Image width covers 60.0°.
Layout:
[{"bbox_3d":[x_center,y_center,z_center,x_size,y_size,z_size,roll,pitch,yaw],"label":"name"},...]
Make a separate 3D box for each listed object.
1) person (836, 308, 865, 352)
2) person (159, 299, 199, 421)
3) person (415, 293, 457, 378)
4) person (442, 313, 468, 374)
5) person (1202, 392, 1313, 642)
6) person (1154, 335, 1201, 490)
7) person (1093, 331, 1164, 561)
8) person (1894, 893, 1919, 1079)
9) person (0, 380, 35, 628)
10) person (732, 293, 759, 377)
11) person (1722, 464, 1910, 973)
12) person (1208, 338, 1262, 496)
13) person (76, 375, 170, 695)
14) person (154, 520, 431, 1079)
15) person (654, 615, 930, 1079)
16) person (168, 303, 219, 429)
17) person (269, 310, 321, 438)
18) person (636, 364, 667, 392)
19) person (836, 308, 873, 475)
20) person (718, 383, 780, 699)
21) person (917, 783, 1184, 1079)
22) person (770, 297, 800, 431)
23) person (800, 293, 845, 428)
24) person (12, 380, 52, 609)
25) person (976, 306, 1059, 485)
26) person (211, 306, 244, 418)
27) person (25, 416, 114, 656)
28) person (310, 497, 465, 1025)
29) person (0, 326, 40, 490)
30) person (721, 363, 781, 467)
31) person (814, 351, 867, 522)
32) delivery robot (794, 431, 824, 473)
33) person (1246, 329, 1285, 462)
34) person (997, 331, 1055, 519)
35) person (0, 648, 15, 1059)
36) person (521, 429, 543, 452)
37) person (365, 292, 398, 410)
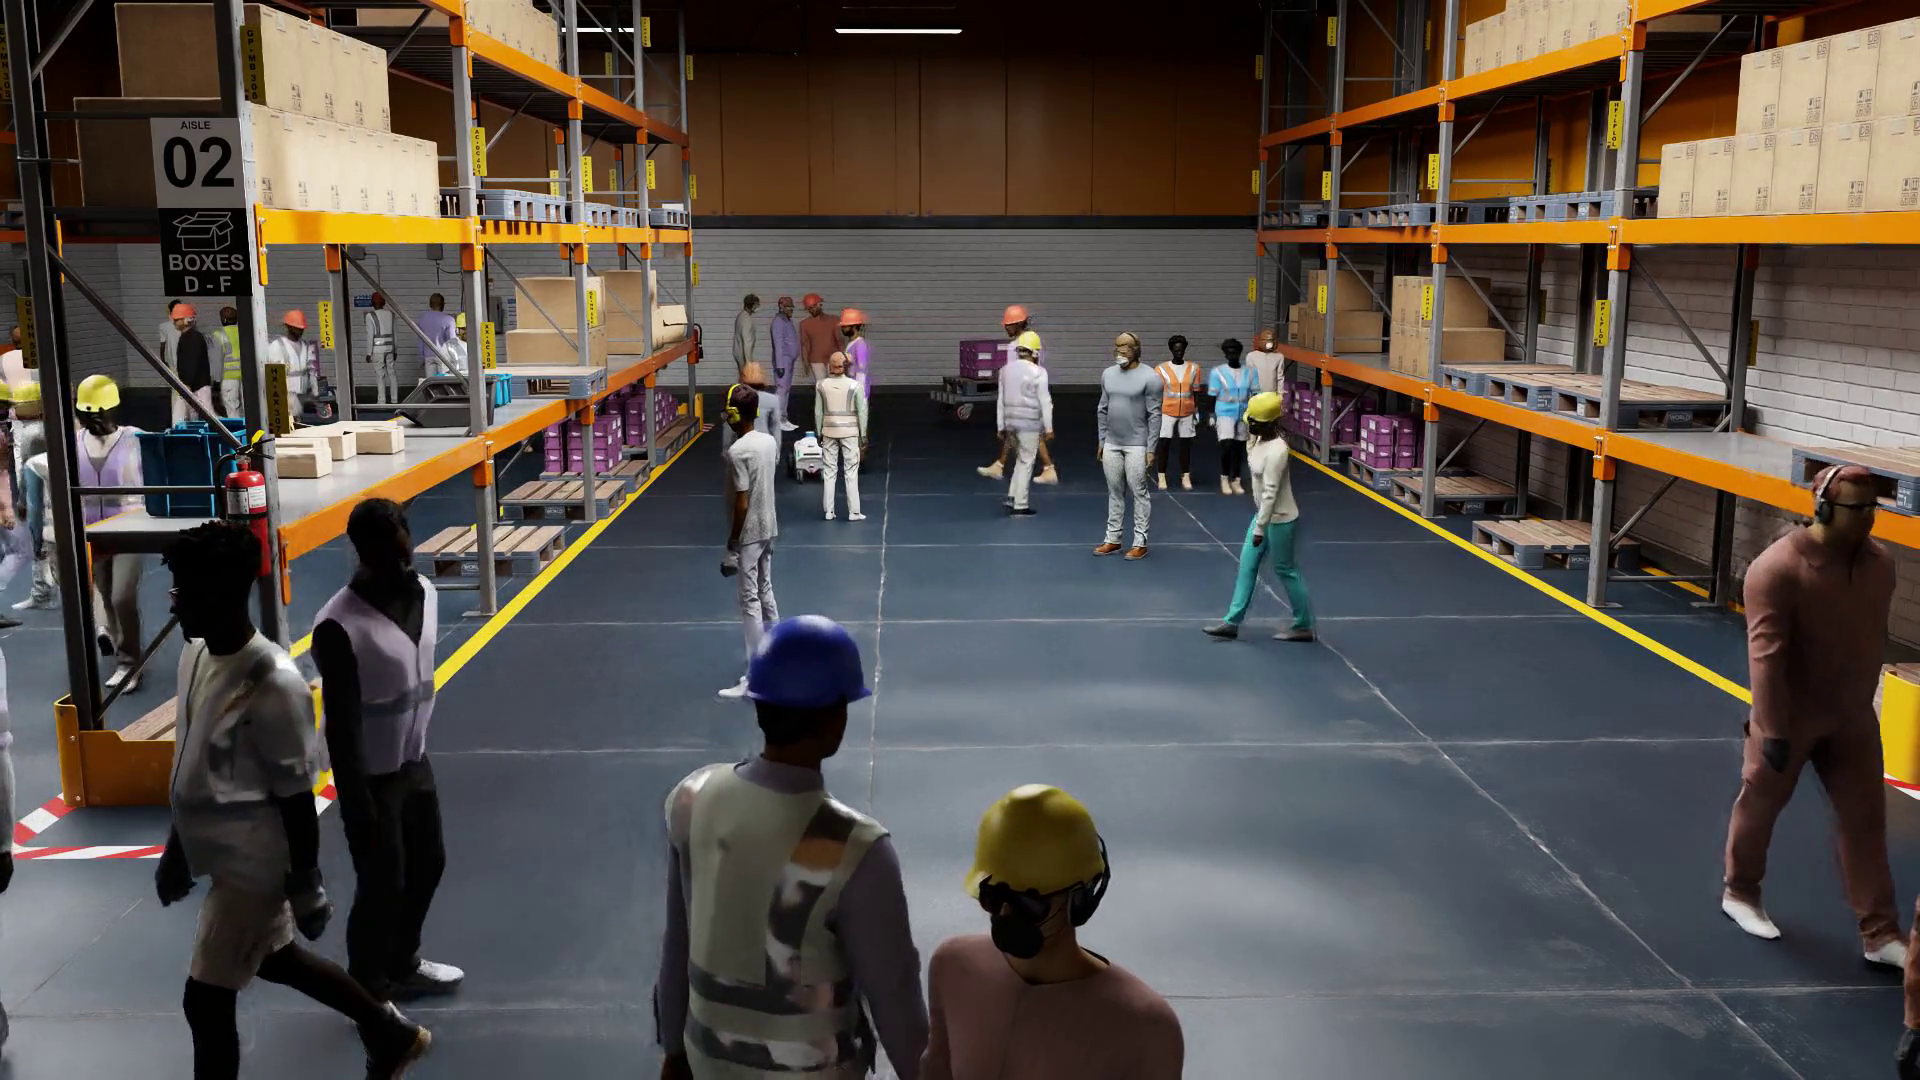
[{"bbox_3d":[-1.763,-2.913,26.743,0.499,1.612,0.675,0,10,0],"label":"person"},{"bbox_3d":[-11.049,-2.470,23.584,0.536,1.869,0.312,-2,10,-13],"label":"person"},{"bbox_3d":[-7.684,-2.666,24.489,0.636,1.937,0.353,2,10,12],"label":"person"},{"bbox_3d":[-5.942,-1.829,20.114,0.602,1.830,0.404,-6,12,-29],"label":"person"},{"bbox_3d":[1.997,-0.139,11.028,0.816,1.704,0.590,-1,10,-5],"label":"person"},{"bbox_3d":[2.337,-1.372,17.978,0.536,1.690,0.322,-1,10,-7],"label":"person"},{"bbox_3d":[1.417,-0.796,14.080,0.628,1.935,0.373,9,13,40],"label":"person"},{"bbox_3d":[2.468,1.202,3.850,0.634,1.614,0.520,-10,14,-43],"label":"person"},{"bbox_3d":[-6.637,-0.232,11.466,0.576,1.732,0.400,10,14,44],"label":"person"},{"bbox_3d":[-3.209,-2.696,24.714,0.483,1.915,0.667,-2,10,-12],"label":"person"},{"bbox_3d":[3.241,0.664,6.140,0.678,1.865,0.947,-3,11,-14],"label":"person"},{"bbox_3d":[2.903,-1.286,17.500,0.558,1.669,0.453,-3,11,-15],"label":"person"},{"bbox_3d":[-5.065,-0.025,9.870,0.624,1.896,0.659,0,10,0],"label":"person"},{"bbox_3d":[-1.995,0.873,4.795,0.954,1.933,0.601,-9,13,-40],"label":"person"},{"bbox_3d":[-0.267,1.093,3.614,0.628,1.907,0.926,9,14,42],"label":"person"},{"bbox_3d":[-9.278,-1.880,20.088,0.608,1.951,0.970,9,13,40],"label":"person"},{"bbox_3d":[-7.796,-1.755,19.584,1.023,1.870,0.563,5,11,26],"label":"person"},{"bbox_3d":[-4.682,-2.732,24.885,0.408,1.924,0.599,10,14,44],"label":"person"},{"bbox_3d":[-1.234,-1.685,19.053,0.395,1.923,0.584,-3,11,-18],"label":"person"},{"bbox_3d":[-1.248,0.010,9.786,0.326,1.865,0.518,3,11,19],"label":"person"},{"bbox_3d":[0.136,1.282,2.968,0.523,1.769,0.322,6,12,32],"label":"person"},{"bbox_3d":[-2.479,-2.511,23.720,0.399,1.905,0.643,1,10,6],"label":"person"},{"bbox_3d":[-1.939,-2.545,23.803,0.654,1.943,0.458,-3,11,-16],"label":"person"},{"bbox_3d":[-6.511,-0.306,12.002,0.795,1.707,0.503,-1,10,-6],"label":"person"},{"bbox_3d":[0.671,-1.608,18.504,1.058,1.977,0.621,5,11,26],"label":"person"},{"bbox_3d":[-9.477,-2.120,21.711,0.430,1.845,0.624,6,12,31],"label":"person"},{"bbox_3d":[-5.623,-0.016,10.583,0.534,1.623,0.371,-6,12,-31],"label":"person"},{"bbox_3d":[-1.924,0.768,5.536,0.449,1.873,0.629,3,10,14],"label":"person"},{"bbox_3d":[-9.385,-1.248,16.850,0.627,1.847,0.429,0,10,1],"label":"person"},{"bbox_3d":[-1.905,-0.812,15.132,0.507,1.587,0.859,-5,11,-25],"label":"person"},{"bbox_3d":[-1.143,-0.988,15.977,0.523,1.636,0.311,3,11,15],"label":"person"},{"bbox_3d":[-1.682,-0.976,18.664,0.477,0.478,0.707,-1,10,-8],"label":"delivery robot"},{"bbox_3d":[3.701,-1.747,20.237,0.497,1.629,0.277,-2,10,-9],"label":"person"},{"bbox_3d":[0.633,-1.115,16.202,0.479,1.816,0.586,-8,13,-38],"label":"person"},{"bbox_3d":[-3.159,0.844,5.034,0.562,1.889,0.952,-6,12,-28],"label":"person"},{"bbox_3d":[-5.424,-2.037,21.295,0.621,1.835,0.430,-7,12,-33],"label":"person"},{"bbox_3d":[-9.241,-3.016,26.590,0.356,1.883,0.572,7,12,33],"label":"person"}]
